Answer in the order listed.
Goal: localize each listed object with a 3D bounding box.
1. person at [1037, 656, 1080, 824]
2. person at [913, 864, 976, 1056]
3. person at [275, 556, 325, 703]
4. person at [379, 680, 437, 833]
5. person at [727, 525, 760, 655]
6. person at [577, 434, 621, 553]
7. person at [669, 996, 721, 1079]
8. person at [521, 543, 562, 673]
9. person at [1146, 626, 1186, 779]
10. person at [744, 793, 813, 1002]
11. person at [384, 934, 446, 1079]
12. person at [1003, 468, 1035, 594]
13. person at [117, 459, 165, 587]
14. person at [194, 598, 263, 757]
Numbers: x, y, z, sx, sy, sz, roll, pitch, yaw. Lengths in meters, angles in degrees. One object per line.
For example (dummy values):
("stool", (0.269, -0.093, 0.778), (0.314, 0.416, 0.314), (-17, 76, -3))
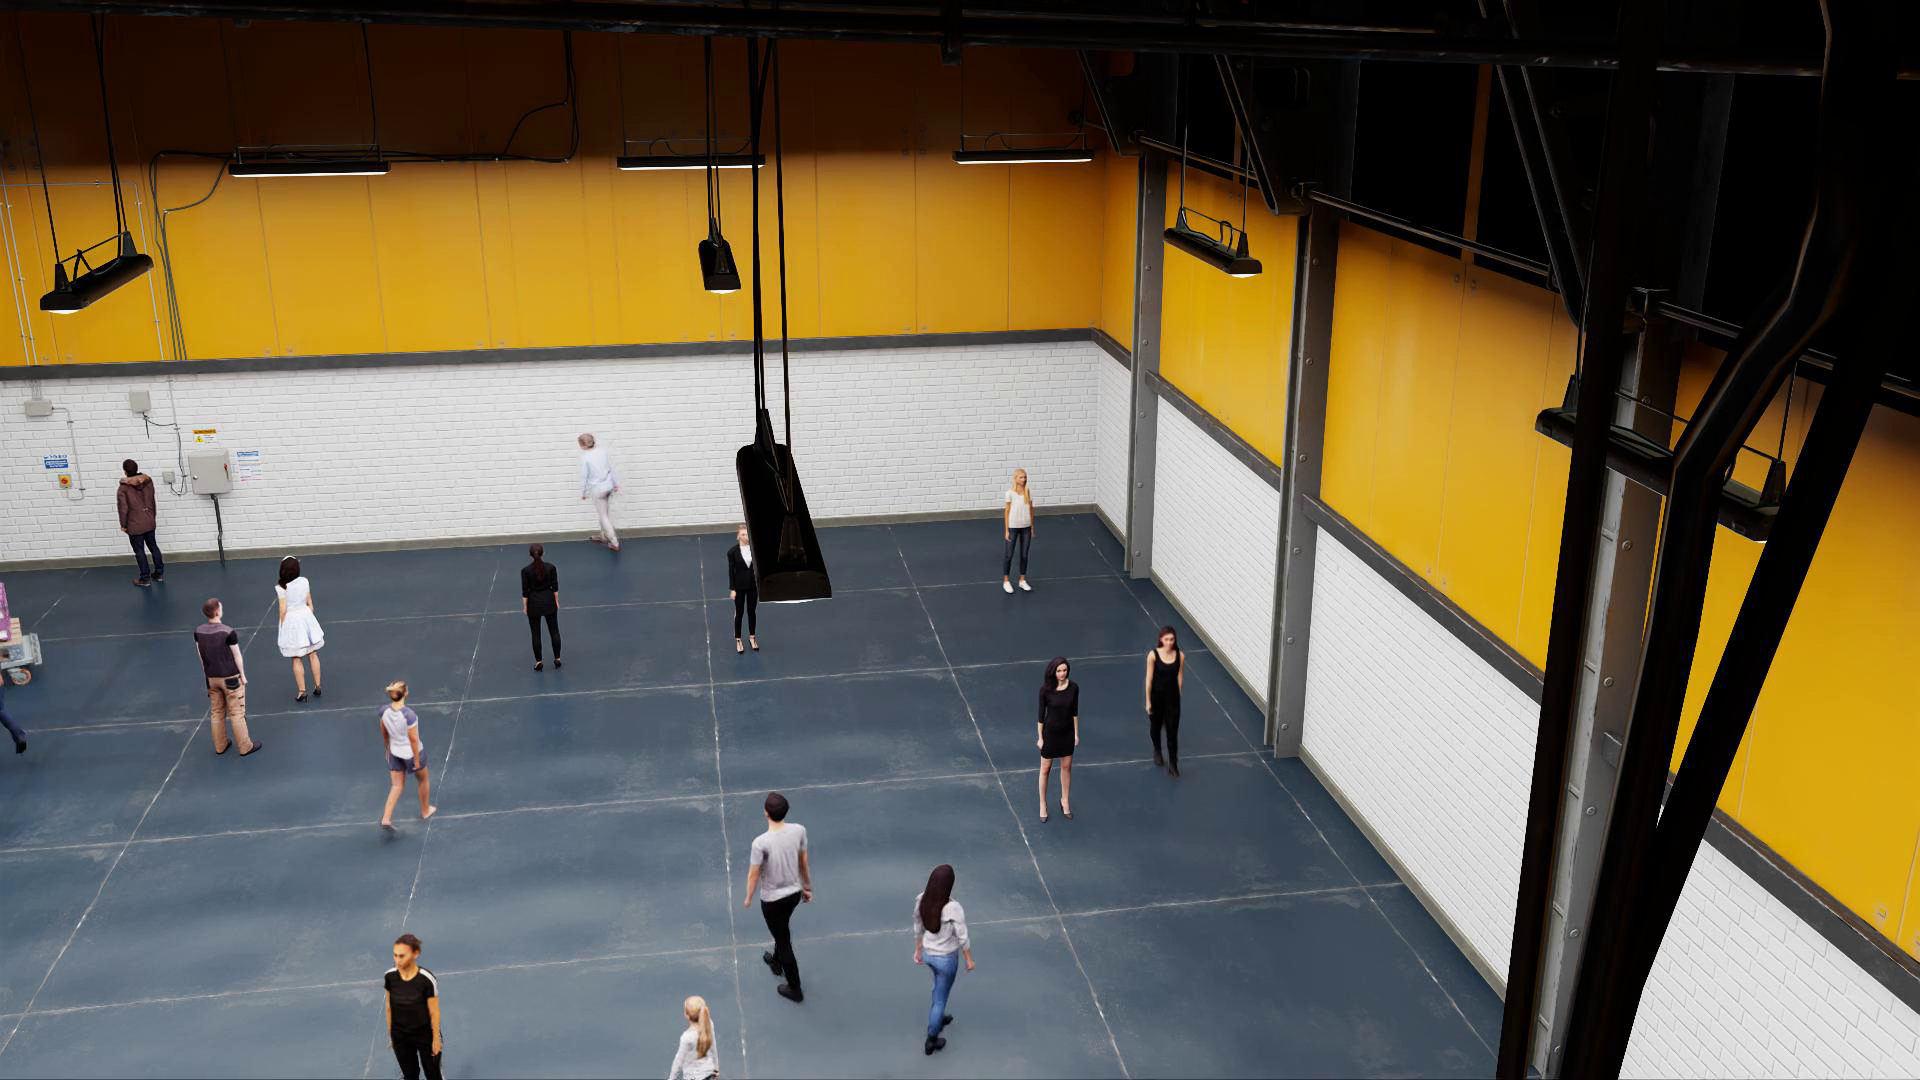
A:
("person", (1.004, 2.029, 17.065), (0.600, 1.806, 0.503), (-5, 19, -14))
("person", (-0.206, 3.394, 13.317), (0.809, 1.611, 0.865), (16, 24, 39))
("person", (-7.920, 1.063, 19.919), (0.908, 1.816, 0.856), (17, 25, 41))
("person", (-5.664, 2.208, 16.858), (0.821, 1.598, 1.041), (5, 19, 14))
("person", (-2.762, 0.619, 21.407), (0.673, 1.707, 0.639), (-9, 21, -25))
("person", (-5.378, -0.714, 25.169), (1.042, 1.833, 1.100), (-17, 25, -42))
("person", (-1.871, 3.958, 12.210), (0.885, 1.250, 0.851), (11, 22, 30))
("person", (-5.244, 0.839, 20.827), (0.647, 1.660, 0.612), (-8, 20, -21))
("person", (2.209, 1.713, 18.236), (0.685, 1.658, 1.032), (0, 19, 0))
("person", (-1.461, 3.042, 13.997), (0.957, 1.845, 1.095), (-15, 24, -38))
("person", (-4.048, 3.675, 12.393), (0.653, 1.669, 0.646), (4, 19, 12))
("person", (0.818, -0.143, 23.518), (0.615, 1.803, 0.565), (-6, 20, -18))
("person", (-11.739, -0.266, 23.814), (0.934, 1.848, 0.844), (9, 21, 26))
("person", (-8.216, 1.517, 18.530), (0.758, 1.842, 0.725), (4, 19, 11))
